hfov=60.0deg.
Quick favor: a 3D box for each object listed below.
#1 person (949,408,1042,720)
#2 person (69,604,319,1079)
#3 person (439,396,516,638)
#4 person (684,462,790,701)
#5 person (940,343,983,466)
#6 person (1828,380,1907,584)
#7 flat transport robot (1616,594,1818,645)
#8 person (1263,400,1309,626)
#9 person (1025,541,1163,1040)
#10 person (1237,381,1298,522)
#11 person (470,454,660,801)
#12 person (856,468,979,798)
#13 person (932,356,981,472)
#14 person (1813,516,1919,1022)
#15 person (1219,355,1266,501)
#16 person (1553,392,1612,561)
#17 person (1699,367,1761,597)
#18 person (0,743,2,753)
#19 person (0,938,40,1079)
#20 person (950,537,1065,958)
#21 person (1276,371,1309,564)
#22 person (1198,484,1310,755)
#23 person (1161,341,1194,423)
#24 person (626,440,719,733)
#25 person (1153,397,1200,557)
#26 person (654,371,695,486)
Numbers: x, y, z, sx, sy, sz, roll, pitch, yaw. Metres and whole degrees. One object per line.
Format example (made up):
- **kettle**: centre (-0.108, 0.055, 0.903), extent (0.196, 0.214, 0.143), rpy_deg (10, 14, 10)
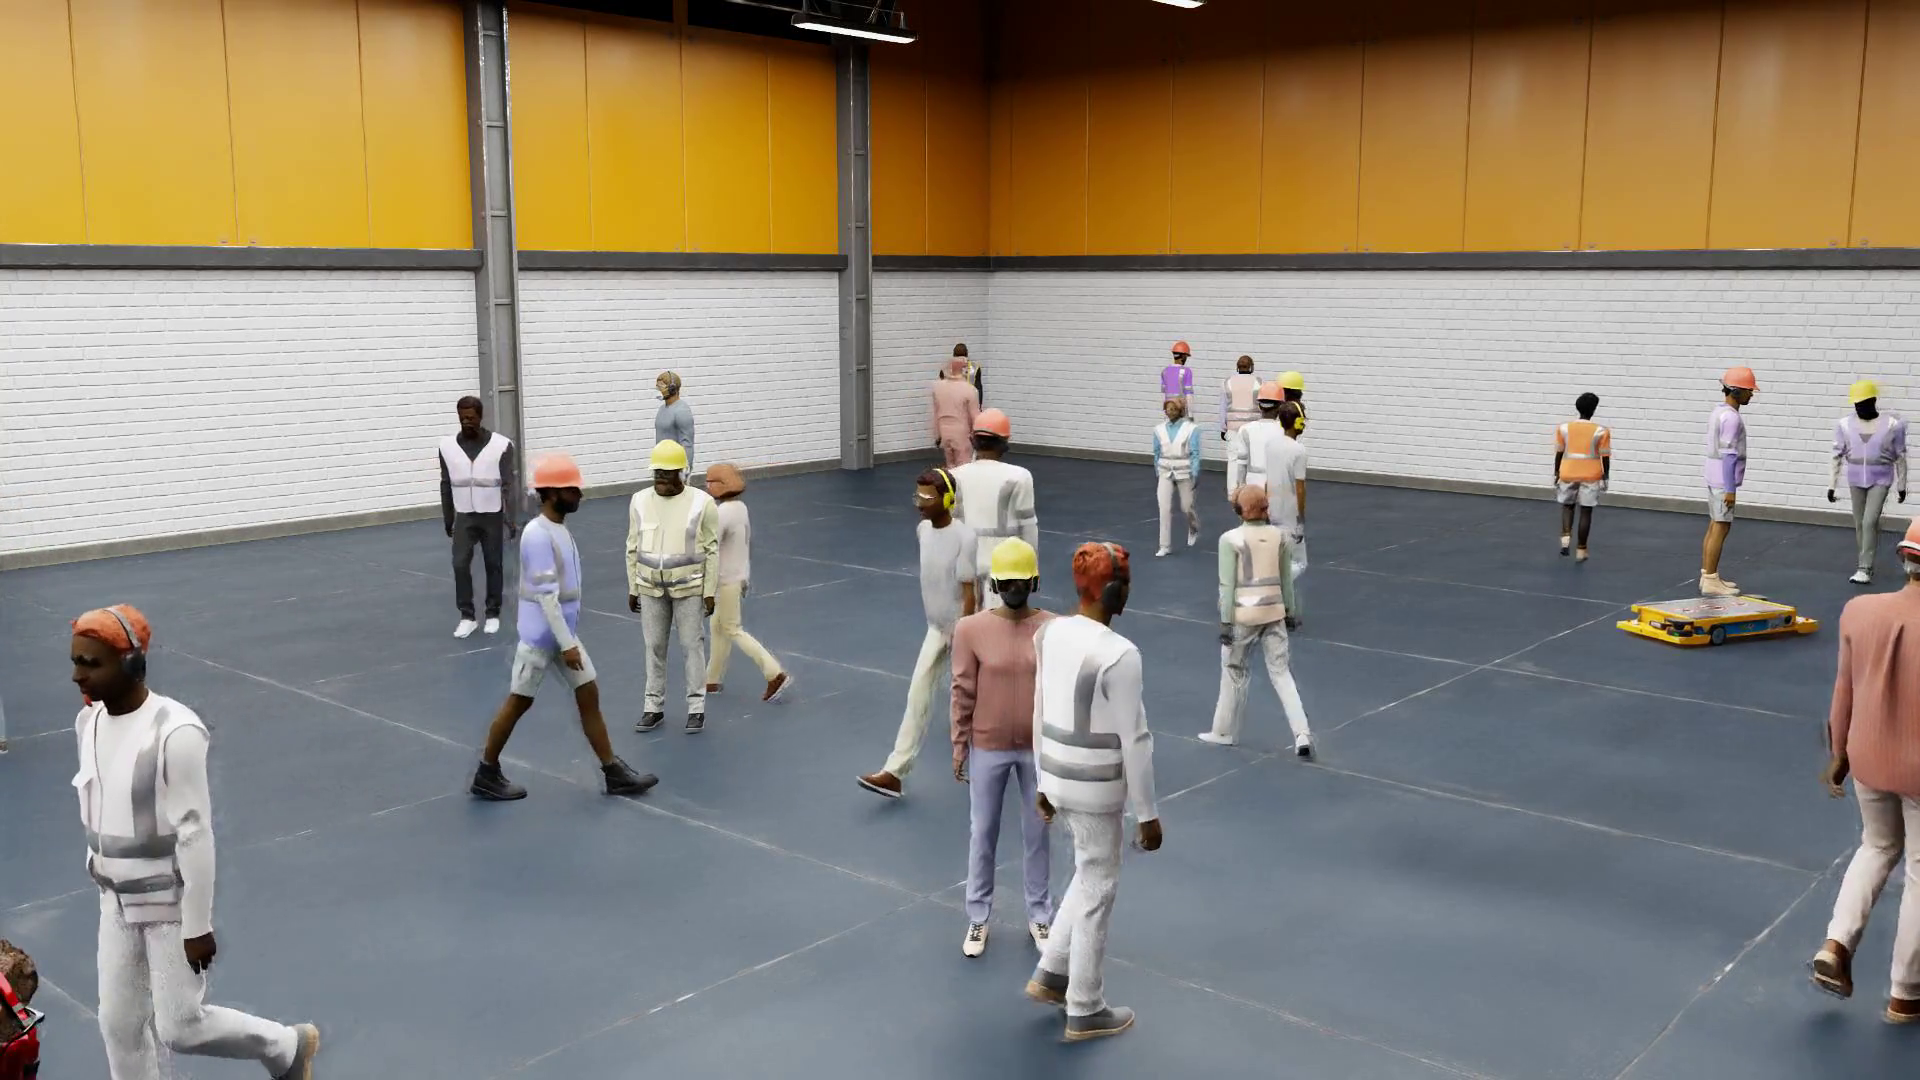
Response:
- **person**: centre (0.165, 0.153, 10.691), extent (0.598, 2.003, 1.050), rpy_deg (5, 10, 29)
- **person**: centre (-2.432, 1.091, 5.179), extent (0.587, 1.863, 0.692), rpy_deg (5, 10, 30)
- **person**: centre (-3.772, -0.179, 13.022), extent (0.616, 1.893, 0.675), rpy_deg (-1, 9, -5)
- **person**: centre (-1.499, 0.281, 11.085), extent (0.755, 1.609, 0.513), rpy_deg (2, 9, 13)
- **person**: centre (0.022, -1.962, 24.399), extent (0.627, 1.847, 0.429), rpy_deg (1, 9, 4)
- **person**: centre (8.323, -0.525, 15.274), extent (0.887, 1.873, 0.604), rpy_deg (-8, 12, -43)
- **flat transport robot**: centre (5.976, 0.618, 13.116), extent (1.431, 0.197, 0.652), rpy_deg (-4, 10, -22)
- **person**: centre (2.533, -0.182, 13.218), extent (0.546, 1.856, 0.521), rpy_deg (-5, 11, -30)
- **person**: centre (0.506, 0.933, 6.161), extent (0.415, 1.874, 0.577), rpy_deg (-4, 10, -26)
- **person**: centre (2.638, -0.386, 14.219), extent (0.543, 1.933, 0.363), rpy_deg (5, 10, 29)
- **person**: centre (-2.186, 0.485, 8.924), extent (1.012, 1.891, 0.543), rpy_deg (1, 9, 5)
- **person**: centre (-0.105, 0.506, 9.007), extent (1.032, 1.802, 0.537), rpy_deg (-8, 12, -41)
- **person**: centre (0.000, -1.197, 19.424), extent (0.683, 1.893, 0.432), rpy_deg (7, 12, 39)
- **person**: centre (3.562, 0.860, 6.248), extent (0.490, 1.977, 0.645), rpy_deg (-5, 10, -28)
- **person**: centre (3.560, -1.389, 20.823), extent (0.622, 1.838, 0.429), rpy_deg (3, 10, 18)
- **person**: centre (6.170, -0.623, 16.488), extent (0.547, 1.680, 0.378), rpy_deg (6, 11, 33)
- **person**: centre (6.808, -0.514, 14.715), extent (0.399, 2.034, 0.609), rpy_deg (3, 9, 17)
- **person**: centre (-5.940, 0.494, 9.696), extent (0.576, 1.613, 0.525), rpy_deg (-1, 9, -6)
- **person**: centre (-1.515, 1.513, 2.708), extent (0.596, 1.793, 0.951), rpy_deg (0, 9, 0)
- **person**: centre (0.225, 0.861, 6.912), extent (0.533, 1.767, 0.313), rpy_deg (-1, 9, -4)
- **person**: centre (3.158, -0.686, 16.191), extent (0.432, 1.913, 0.587), rpy_deg (-1, 9, -5)
- **person**: centre (1.794, 0.477, 9.842), extent (0.547, 1.614, 0.694), rpy_deg (-5, 11, -31)
- **person**: centre (3.003, -1.753, 22.830), extent (0.401, 1.939, 0.547), rpy_deg (-8, 12, -41)
- **person**: centre (-1.788, 0.288, 10.311), extent (0.590, 1.830, 0.403), rpy_deg (1, 9, 7)
- **person**: centre (2.225, -0.663, 16.933), extent (0.511, 1.618, 0.699), rpy_deg (5, 10, 26)
- **person**: centre (-2.713, -0.629, 15.725), extent (0.359, 1.938, 0.635), rpy_deg (-5, 11, -30)
